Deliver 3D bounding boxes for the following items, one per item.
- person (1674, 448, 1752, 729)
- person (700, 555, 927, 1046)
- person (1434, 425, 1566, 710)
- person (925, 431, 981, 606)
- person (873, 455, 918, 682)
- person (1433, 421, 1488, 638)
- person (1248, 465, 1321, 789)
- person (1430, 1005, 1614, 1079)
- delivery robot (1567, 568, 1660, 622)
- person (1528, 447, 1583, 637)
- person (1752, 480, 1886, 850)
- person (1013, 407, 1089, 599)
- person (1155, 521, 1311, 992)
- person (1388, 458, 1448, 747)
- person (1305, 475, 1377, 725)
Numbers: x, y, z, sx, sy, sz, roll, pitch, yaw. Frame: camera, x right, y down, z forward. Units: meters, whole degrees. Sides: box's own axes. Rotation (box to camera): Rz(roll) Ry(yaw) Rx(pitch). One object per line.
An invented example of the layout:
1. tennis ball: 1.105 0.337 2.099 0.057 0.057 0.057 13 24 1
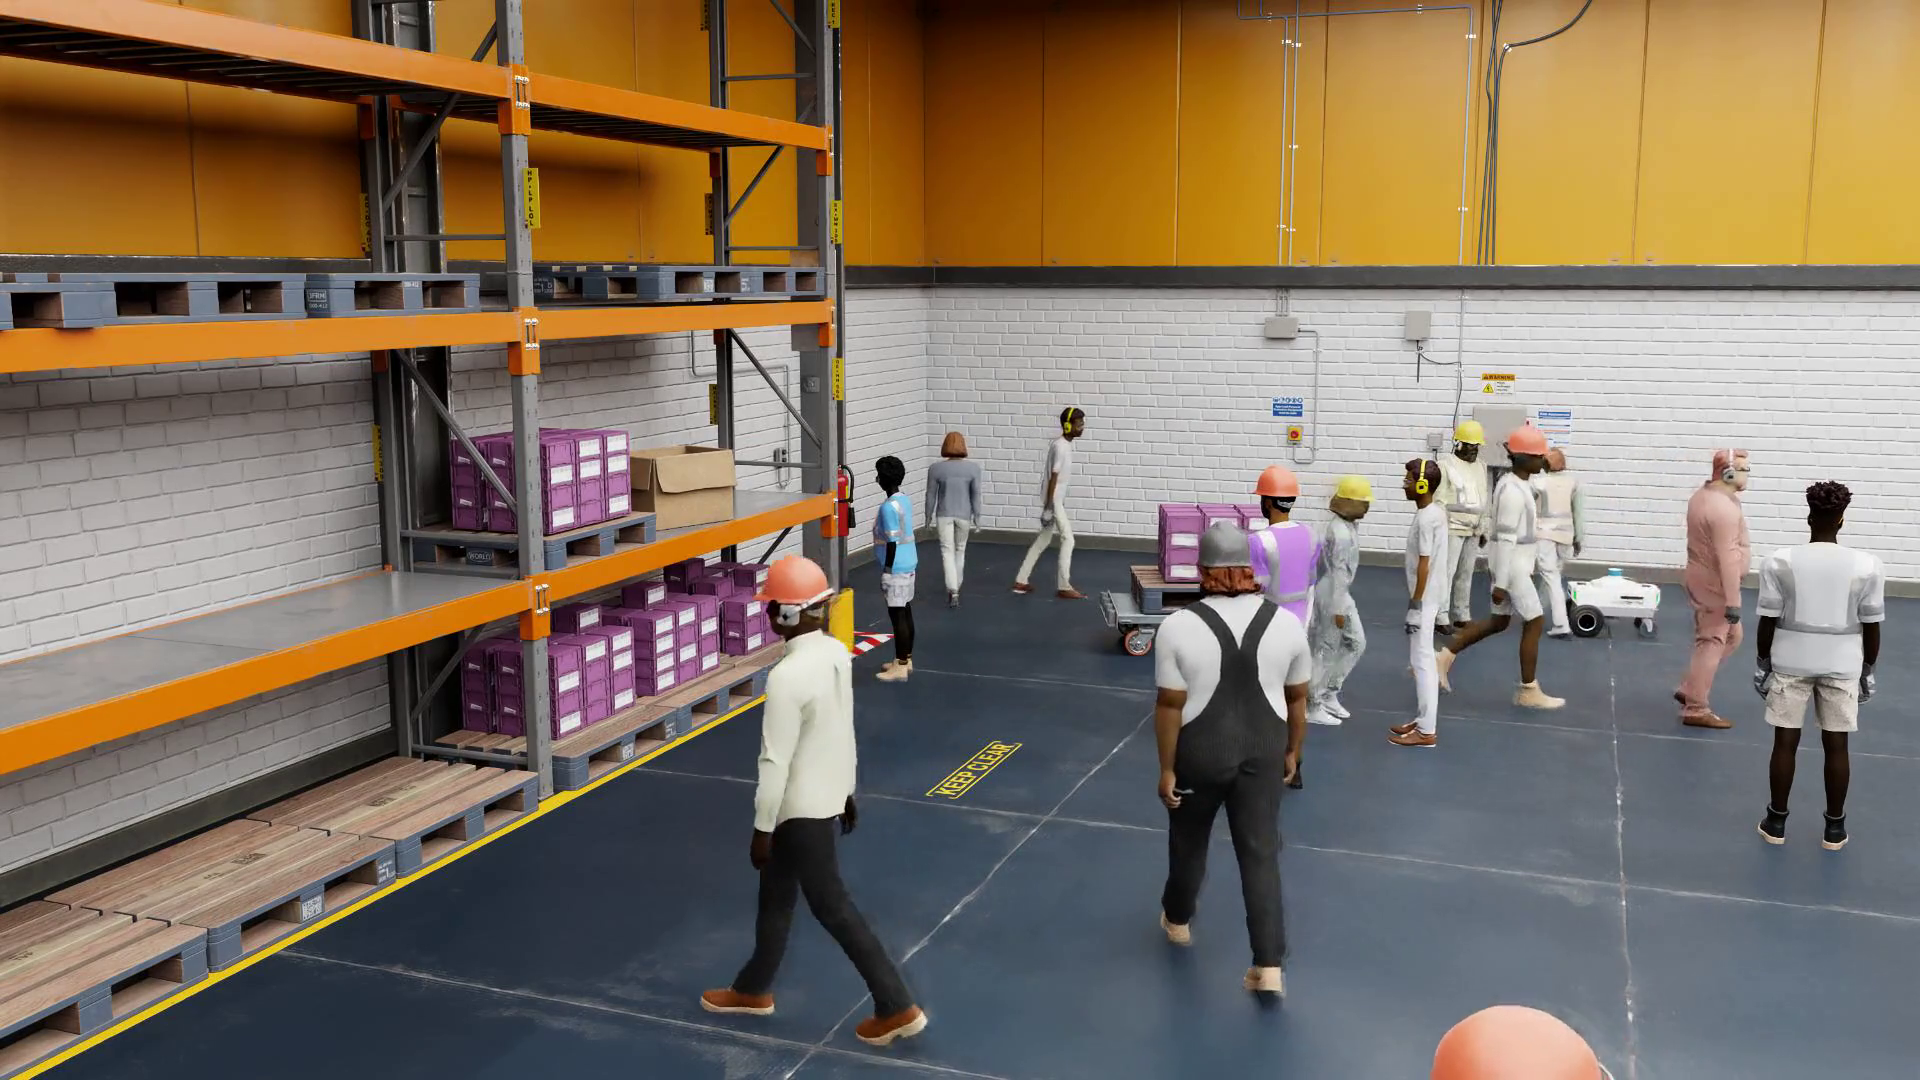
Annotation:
1. person: 5.076 0.328 11.106 0.432 1.892 0.678 2 9 11
2. person: -0.573 1.025 6.573 1.000 1.954 0.629 3 9 16
3. person: 3.780 0.186 11.665 0.913 2.011 0.612 2 9 14
4. person: -0.062 -0.208 15.402 0.512 1.600 0.806 -1 9 -7
5. person: -0.488 0.212 12.456 0.322 1.698 0.534 2 9 11
6. person: 4.218 -0.094 13.984 0.586 1.825 0.403 -6 11 -33
7. person: 1.833 0.530 9.714 0.545 1.938 0.355 -7 11 -35
8. person: 0.931 1.640 2.639 0.612 1.969 0.660 -6 11 -33
9. delivery robot: 5.520 0.481 14.050 0.707 0.478 0.477 2 9 12
10. person: 5.012 0.002 14.134 0.529 1.583 0.898 -1 9 -8
11. person: 4.526 0.660 8.804 0.606 1.966 0.367 4 10 22
12. person: 0.832 -0.345 15.639 0.718 1.820 0.548 0 9 3
13. person: 1.169 0.880 7.192 0.695 2.000 1.029 -1 9 -7
14. person: 2.978 0.403 10.764 0.331 1.865 0.515 3 10 21
15. person: 2.531 0.405 11.161 0.451 1.718 0.497 3 9 17
